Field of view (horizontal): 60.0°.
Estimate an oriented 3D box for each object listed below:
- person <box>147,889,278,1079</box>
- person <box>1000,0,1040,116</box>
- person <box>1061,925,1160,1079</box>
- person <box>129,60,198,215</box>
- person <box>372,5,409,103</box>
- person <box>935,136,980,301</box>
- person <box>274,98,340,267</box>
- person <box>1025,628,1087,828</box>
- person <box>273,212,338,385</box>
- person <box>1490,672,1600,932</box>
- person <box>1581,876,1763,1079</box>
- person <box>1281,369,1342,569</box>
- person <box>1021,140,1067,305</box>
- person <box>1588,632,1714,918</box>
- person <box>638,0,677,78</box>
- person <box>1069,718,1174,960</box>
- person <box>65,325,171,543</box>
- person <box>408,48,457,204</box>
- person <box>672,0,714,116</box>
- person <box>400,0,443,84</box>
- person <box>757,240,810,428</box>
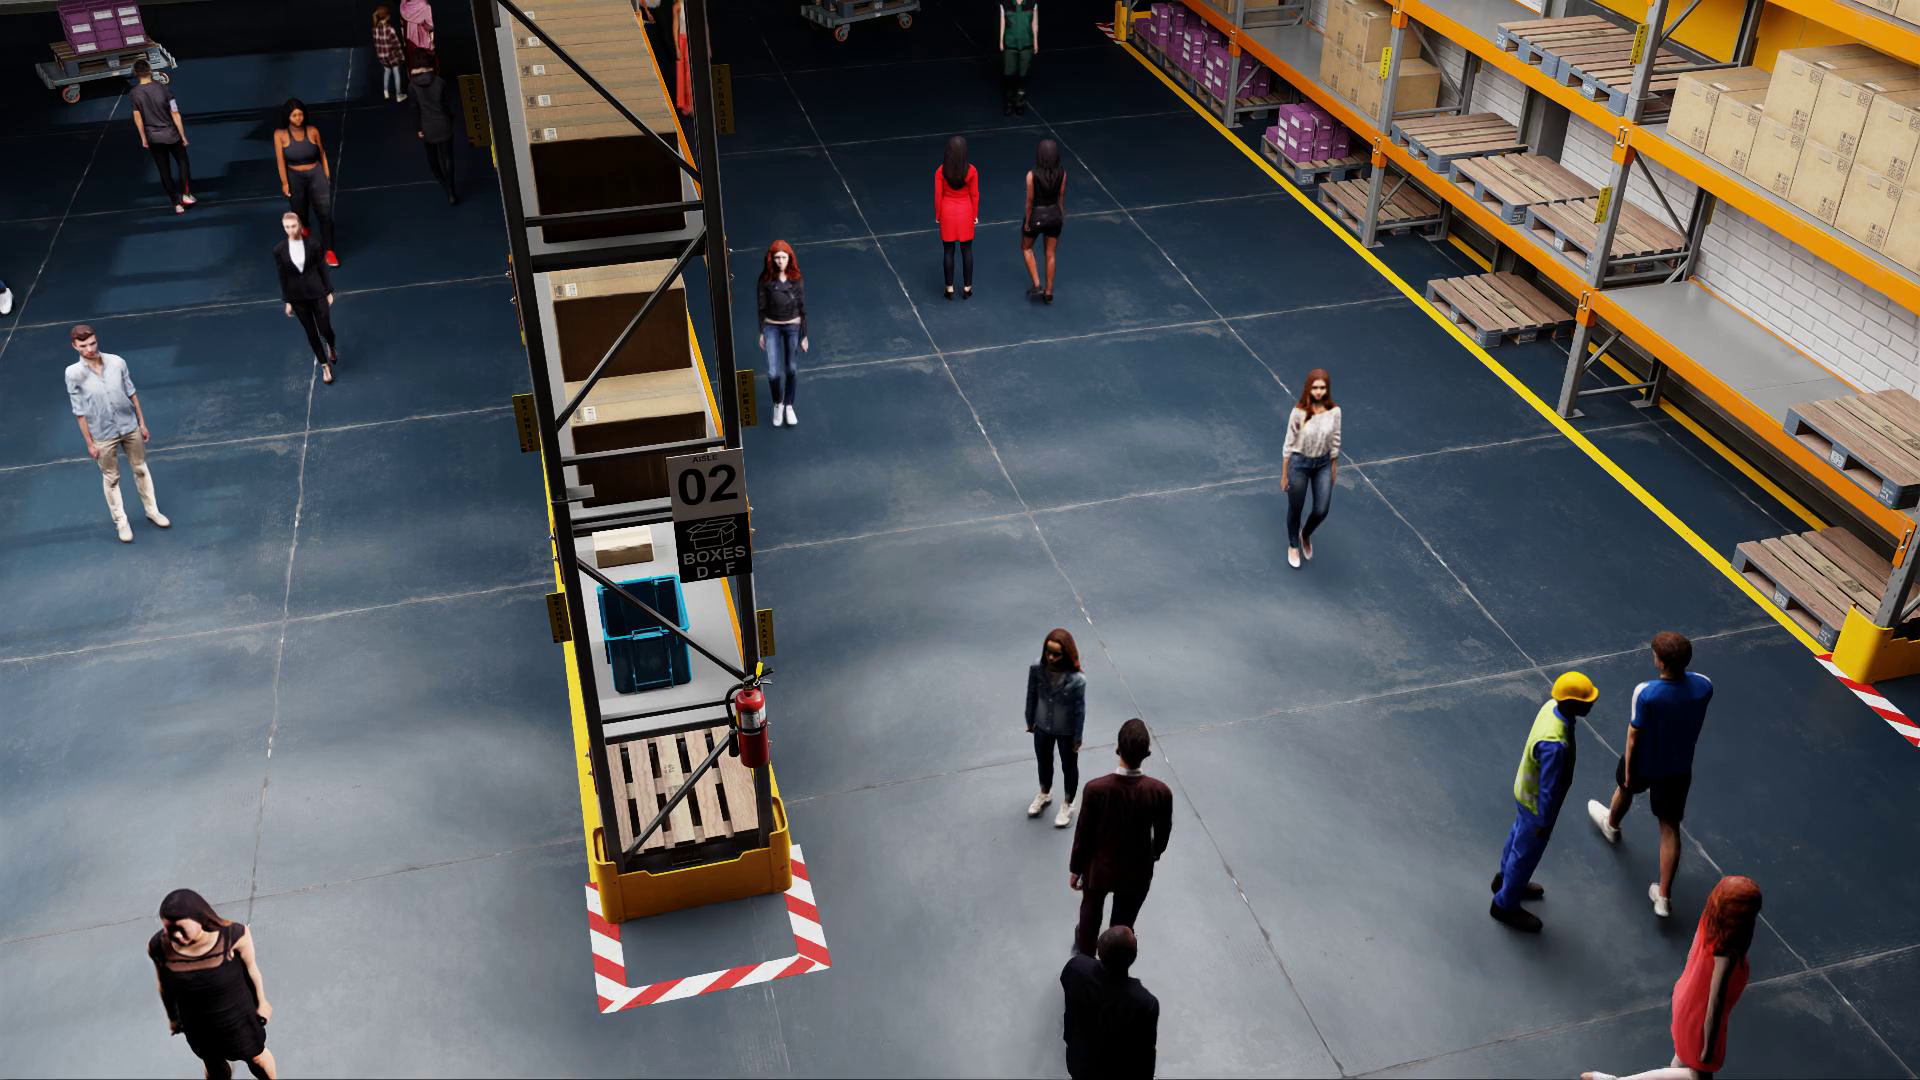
[{"bbox_3d":[-3.777,2.406,8.483,0.664,1.718,0.612,-6,34,-8],"label":"person"},{"bbox_3d":[0.763,-6.510,21.796,0.700,1.828,0.703,-3,34,-5],"label":"person"},{"bbox_3d":[0.670,2.601,8.109,0.895,1.807,0.955,21,39,28],"label":"person"},{"bbox_3d":[-9.075,-4.549,18.912,0.655,1.757,0.599,-9,35,-13],"label":"person"},{"bbox_3d":[-7.645,-6.477,22.230,0.658,1.294,0.706,7,34,11],"label":"person"},{"bbox_3d":[-0.028,-3.291,17.027,0.663,1.748,0.667,-2,34,-3],"label":"person"},{"bbox_3d":[-7.029,-3.859,17.842,0.791,1.792,1.088,-15,37,-21],"label":"person"},{"bbox_3d":[0.627,1.171,10.560,0.621,1.475,0.667,15,36,21],"label":"person"},{"bbox_3d":[-6.084,-2.281,15.555,0.606,1.694,0.662,-8,35,-12],"label":"person"},{"bbox_3d":[3.412,1.492,9.772,0.811,1.814,0.709,11,35,16],"label":"person"},{"bbox_3d":[3.643,2.398,8.410,0.912,1.812,0.951,7,34,11],"label":"person"},{"bbox_3d":[2.719,-0.601,13.003,0.676,1.721,0.688,1,34,1],"label":"person"},{"bbox_3d":[0.884,-3.188,16.892,0.622,1.726,0.607,-12,35,-17],"label":"person"},{"bbox_3d":[4.212,1.398,9.917,0.916,1.809,1.341,0,34,0],"label":"person"},{"bbox_3d":[-4.404,-7.296,23.038,1.278,1.765,1.081,24,41,32],"label":"person"},{"bbox_3d":[0.876,1.867,9.185,0.867,1.839,0.951,3,34,4],"label":"person"},{"bbox_3d":[-6.776,-0.888,13.323,0.728,1.846,0.713,-28,43,-36],"label":"person"},{"bbox_3d":[-6.049,-4.748,19.236,0.616,1.729,1.065,-8,34,-12],"label":"person"},{"bbox_3d":[-3.524,-6.427,21.707,0.691,1.790,0.693,-12,36,-18],"label":"person"},{"bbox_3d":[-7.218,-6.669,22.209,0.763,1.638,0.772,8,35,12],"label":"person"},{"bbox_3d":[-1.588,-1.872,14.865,0.593,1.779,0.615,-7,34,-10],"label":"person"}]
